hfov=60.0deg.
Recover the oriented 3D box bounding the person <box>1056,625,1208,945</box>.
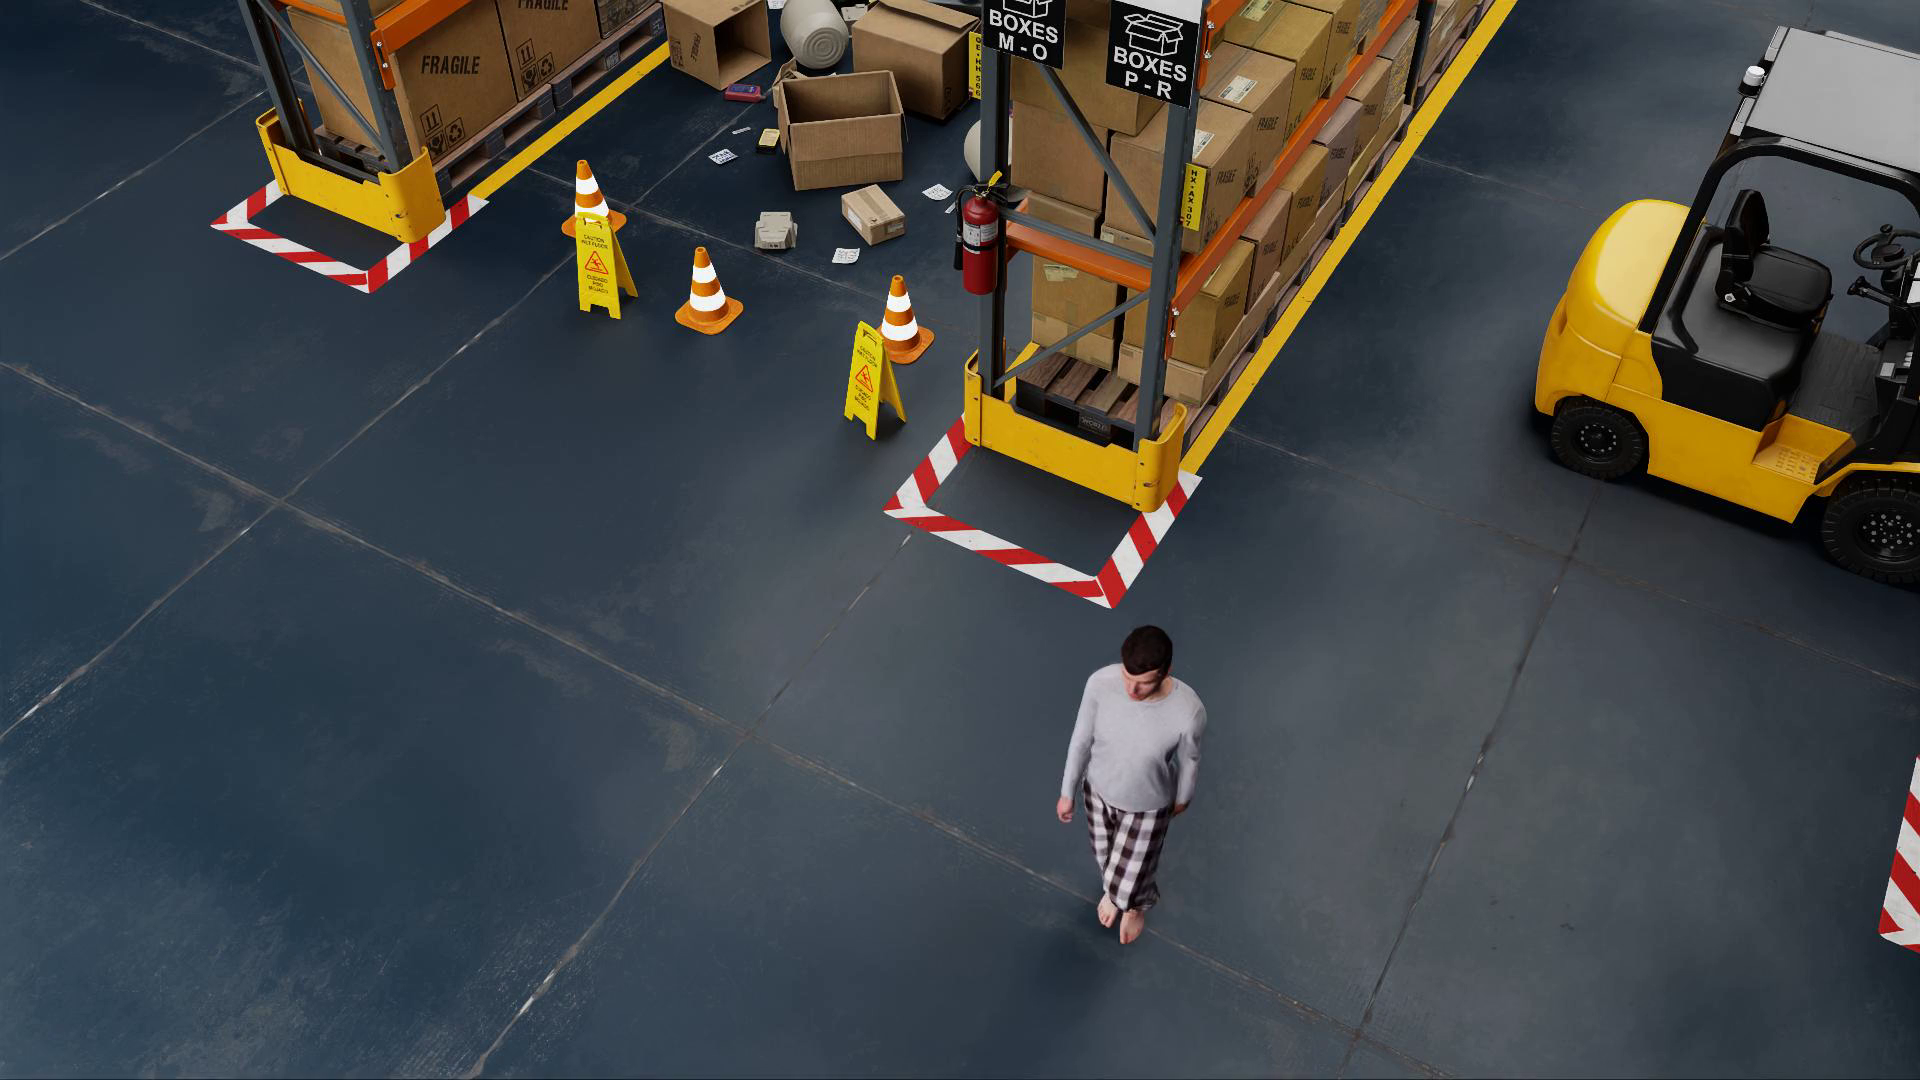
[{"bbox_3d":[0.686,0.899,6.489,0.618,1.836,0.663,22,51,19],"label":"person"}]
